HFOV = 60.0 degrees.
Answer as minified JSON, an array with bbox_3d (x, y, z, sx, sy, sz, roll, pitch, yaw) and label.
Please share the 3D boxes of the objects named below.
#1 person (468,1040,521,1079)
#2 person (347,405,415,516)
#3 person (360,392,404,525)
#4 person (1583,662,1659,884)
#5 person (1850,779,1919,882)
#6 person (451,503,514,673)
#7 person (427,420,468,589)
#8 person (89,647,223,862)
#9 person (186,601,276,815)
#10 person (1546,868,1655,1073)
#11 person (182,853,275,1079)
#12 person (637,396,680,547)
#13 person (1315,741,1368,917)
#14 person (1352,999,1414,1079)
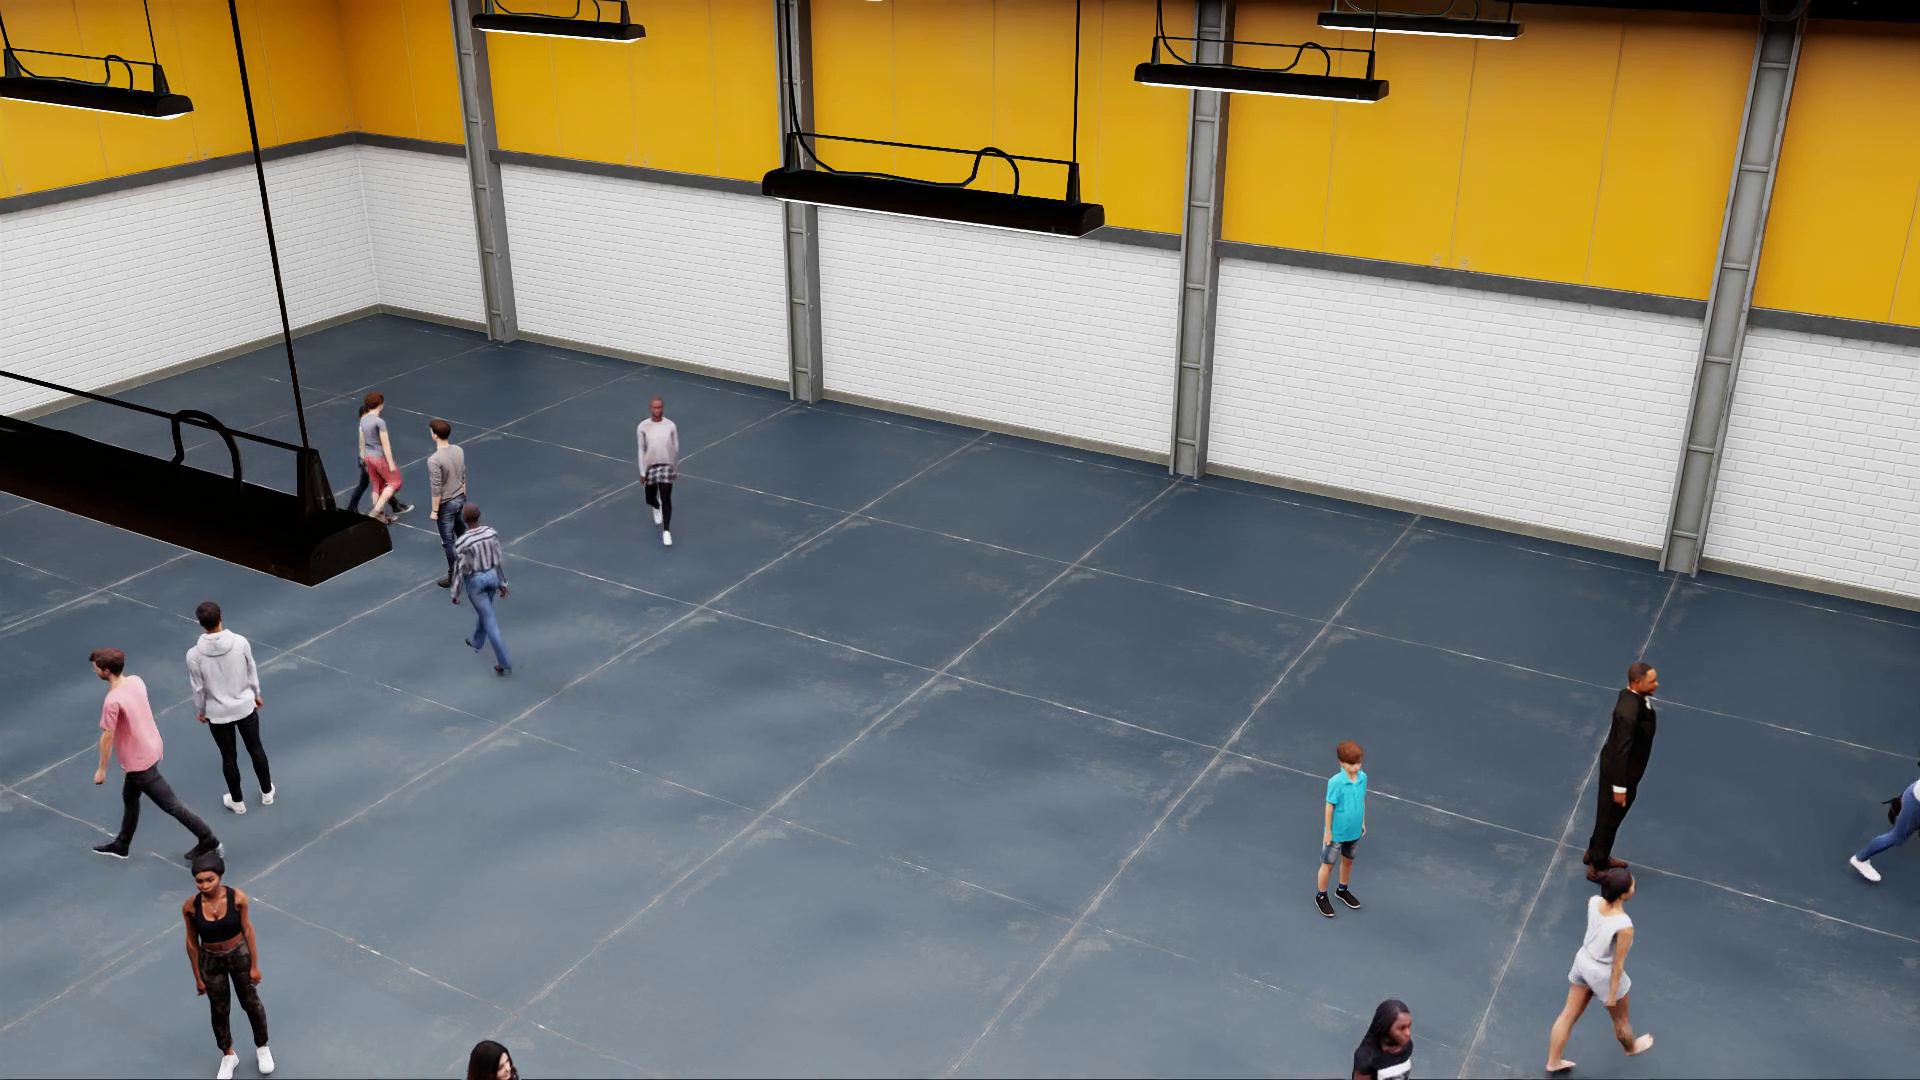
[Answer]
[{"bbox_3d":[-2.705,3.532,9.506,1.042,1.608,0.819,7,24,15],"label":"person"},{"bbox_3d":[-7.129,-0.898,19.856,0.945,1.435,1.018,-12,26,-26],"label":"person"},{"bbox_3d":[-6.927,-0.911,19.639,0.668,1.632,0.732,15,28,31],"label":"person"},{"bbox_3d":[5.190,1.811,13.072,0.630,1.904,0.704,11,26,23],"label":"person"},{"bbox_3d":[7.356,2.027,12.851,0.993,1.687,1.215,-13,27,-28],"label":"person"},{"bbox_3d":[-4.593,0.512,16.224,1.110,1.761,0.760,17,29,34],"label":"person"},{"bbox_3d":[-5.552,-0.402,18.136,0.615,1.903,0.709,11,26,23],"label":"person"},{"bbox_3d":[-6.394,1.755,13.202,1.331,1.903,1.134,-2,24,-5],"label":"person"},{"bbox_3d":[-6.131,1.396,13.987,0.768,1.931,0.751,-16,28,-32],"label":"person"},{"bbox_3d":[4.162,2.892,11.016,1.039,1.570,1.033,-9,25,-19],"label":"person"},{"bbox_3d":[-4.865,2.811,11.040,0.662,1.701,0.712,-8,25,-18],"label":"person"},{"bbox_3d":[-3.508,-0.847,19.337,0.976,1.758,1.027,-6,24,-13],"label":"person"},{"bbox_3d":[2.946,2.187,12.780,0.597,1.449,0.627,-11,26,-24],"label":"person"},{"bbox_3d":[2.359,3.372,9.752,0.920,1.703,1.111,-14,27,-28],"label":"person"}]
